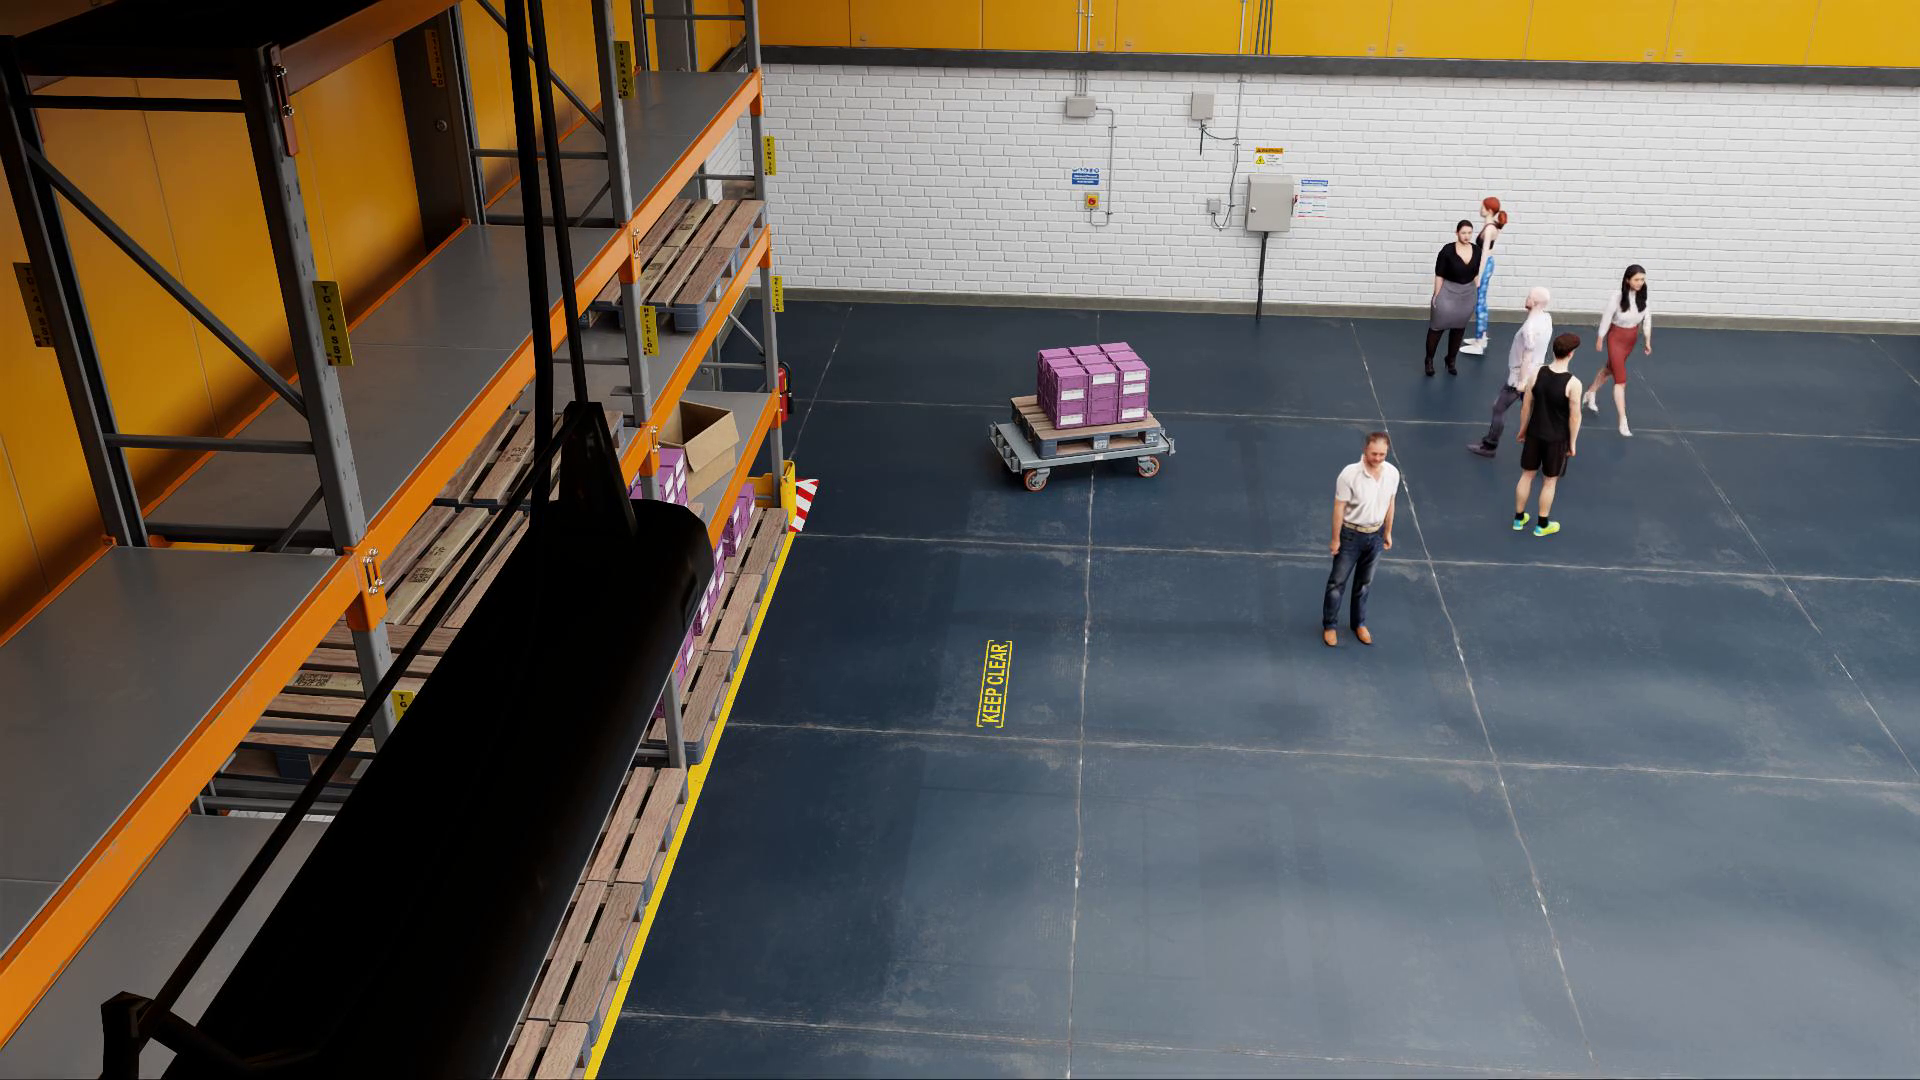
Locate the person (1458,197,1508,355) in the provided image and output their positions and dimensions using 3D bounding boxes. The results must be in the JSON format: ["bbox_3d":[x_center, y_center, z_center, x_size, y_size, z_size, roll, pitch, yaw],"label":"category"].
[{"bbox_3d":[5.853,-2.968,18.611,0.689,1.781,0.577,12,31,21],"label":"person"}]

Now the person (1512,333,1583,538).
[{"bbox_3d":[5.213,-0.935,14.771,0.769,1.890,0.788,23,36,36],"label":"person"}]

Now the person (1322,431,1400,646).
[{"bbox_3d":[3.170,-0.050,13.191,0.707,1.850,0.643,-3,29,-6],"label":"person"}]

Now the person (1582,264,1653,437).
[{"bbox_3d":[6.649,-1.972,16.878,0.877,1.693,1.200,-8,30,-15],"label":"person"}]

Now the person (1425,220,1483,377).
[{"bbox_3d":[5.344,-2.624,18.006,0.723,1.758,0.695,-4,29,-8],"label":"person"}]

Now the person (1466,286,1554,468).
[{"bbox_3d":[5.507,-1.532,15.953,1.158,1.807,1.227,21,35,33],"label":"person"}]
